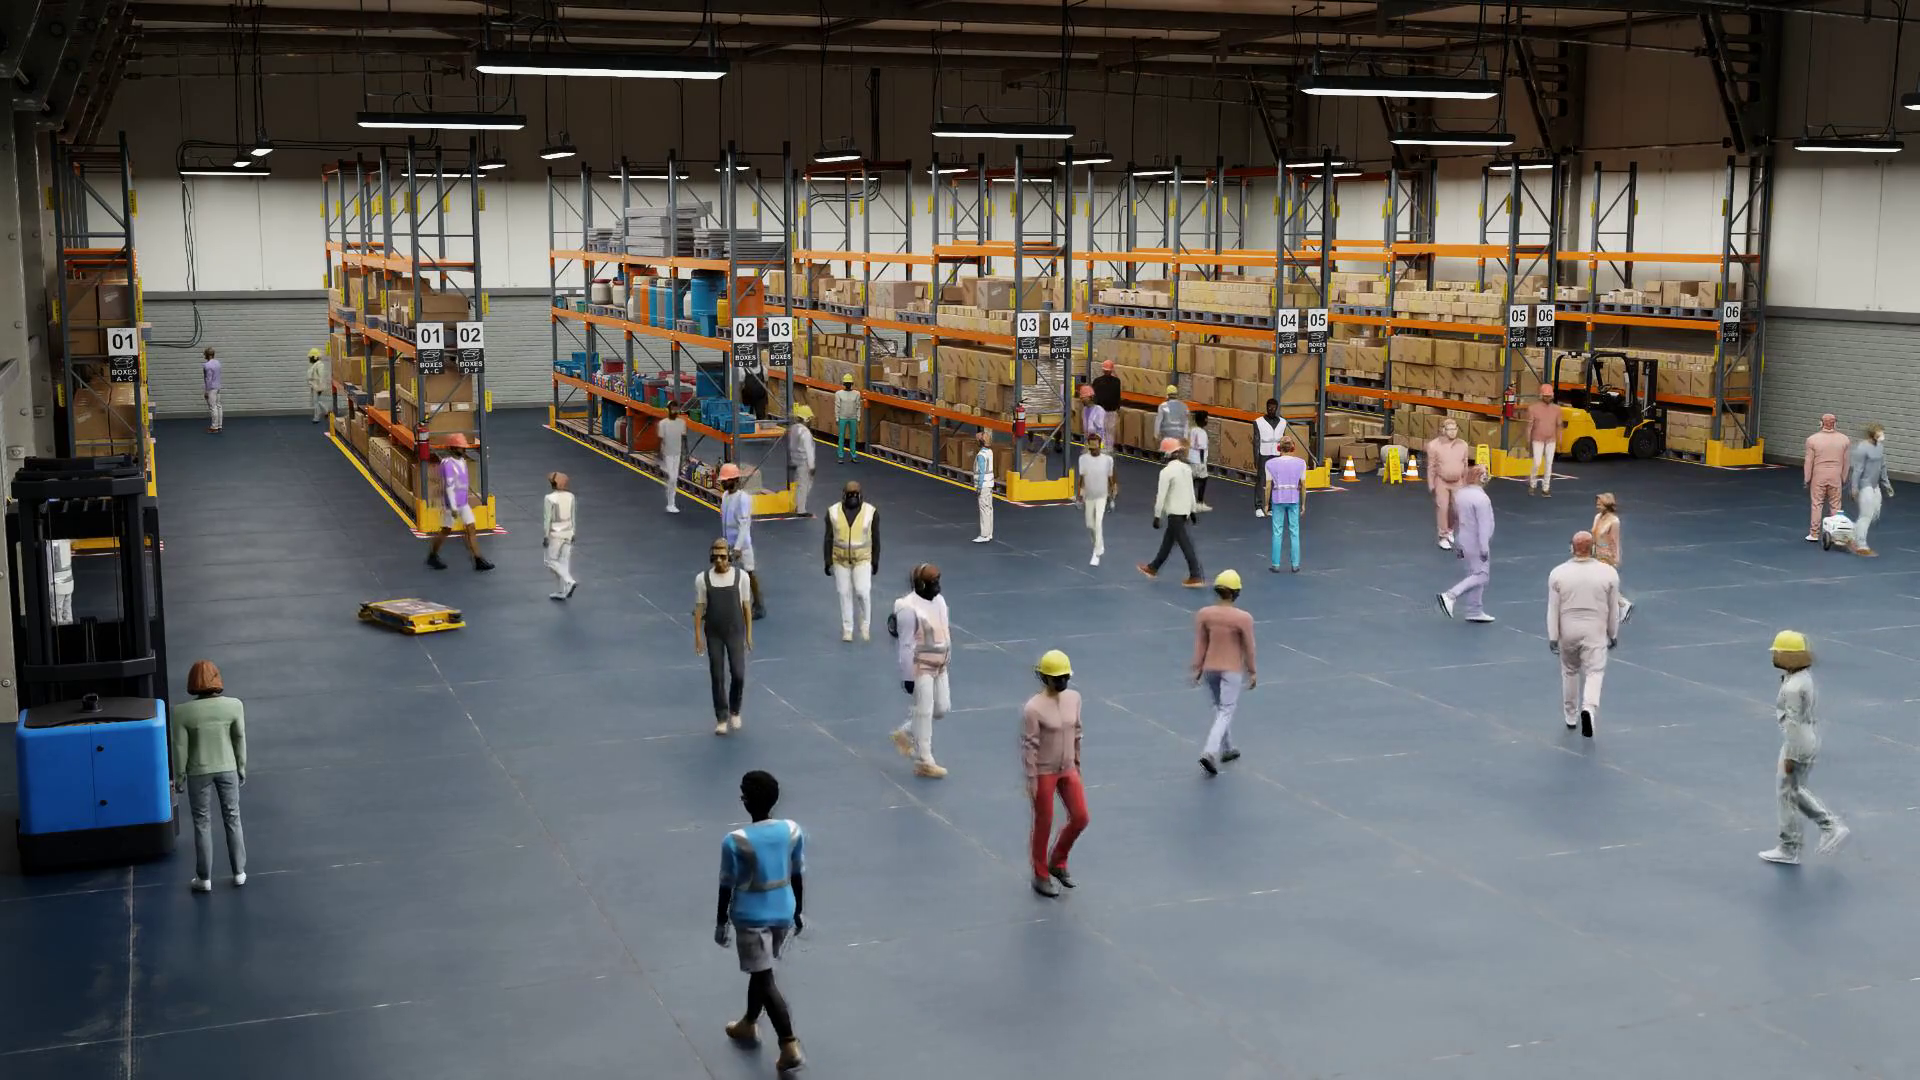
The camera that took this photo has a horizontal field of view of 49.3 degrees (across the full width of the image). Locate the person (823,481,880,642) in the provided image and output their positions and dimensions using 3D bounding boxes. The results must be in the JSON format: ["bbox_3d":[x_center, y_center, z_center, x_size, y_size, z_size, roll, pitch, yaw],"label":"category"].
[{"bbox_3d":[-1.227,0.253,23.567,0.629,1.827,0.562,1,9,4],"label":"person"}]

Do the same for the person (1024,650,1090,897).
[{"bbox_3d":[0.667,1.625,14.636,0.543,1.750,0.397,-6,11,-37],"label":"person"}]

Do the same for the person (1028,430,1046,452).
[{"bbox_3d":[1.587,-2.809,43.332,0.627,2.021,0.822,-1,9,-8],"label":"person"}]

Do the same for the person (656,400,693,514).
[{"bbox_3d":[-4.645,-1.355,34.205,0.525,1.841,0.657,-8,12,-43],"label":"person"}]

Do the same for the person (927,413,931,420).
[{"bbox_3d":[-0.712,-3.749,50.941,0.523,1.592,0.801,0,9,-1],"label":"person"}]

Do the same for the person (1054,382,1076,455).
[{"bbox_3d":[2.074,-2.708,43.154,0.581,1.866,1.034,-1,9,-6],"label":"person"}]

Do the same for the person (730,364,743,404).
[{"bbox_3d":[-5.065,-3.537,48.619,0.574,1.881,0.358,-4,9,-23],"label":"person"}]

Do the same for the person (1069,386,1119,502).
[{"bbox_3d":[2.310,-1.652,35.767,1.093,1.979,0.622,-8,11,-42],"label":"person"}]

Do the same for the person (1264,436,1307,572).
[{"bbox_3d":[4.409,-0.486,28.391,0.563,1.847,0.390,0,9,1],"label":"person"}]

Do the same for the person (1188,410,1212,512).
[{"bbox_3d":[3.832,-1.302,34.373,0.552,1.676,0.547,-2,9,-13],"label":"person"}]

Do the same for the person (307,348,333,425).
[{"bbox_3d":[-15.144,-3.626,49.411,0.515,1.820,0.611,-5,10,-29],"label":"person"}]

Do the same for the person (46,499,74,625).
[{"bbox_3d":[-9.282,0.509,21.418,0.405,1.945,0.615,0,9,-1],"label":"person"}]

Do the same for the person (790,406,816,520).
[{"bbox_3d":[-2.482,-1.240,33.503,0.458,1.817,0.624,-4,9,-24],"label":"person"}]

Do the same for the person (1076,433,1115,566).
[{"bbox_3d":[1.901,-0.600,29.185,0.561,1.839,0.729,2,9,16],"label":"person"}]

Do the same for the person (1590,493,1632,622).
[{"bbox_3d":[7.537,0.248,24.266,0.558,1.620,0.522,-1,9,-8],"label":"person"}]

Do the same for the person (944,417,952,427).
[{"bbox_3d":[-0.282,-3.590,48.825,0.616,1.923,0.605,-2,9,-15],"label":"person"}]

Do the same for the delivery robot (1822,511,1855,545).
[{"bbox_3d":[12.811,-0.187,30.513,0.477,0.478,0.707,2,9,11],"label":"delivery robot"}]

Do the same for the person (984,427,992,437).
[{"bbox_3d":[0.523,-2.627,43.440,0.524,1.598,0.718,-3,9,-17],"label":"person"}]

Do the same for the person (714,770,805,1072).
[{"bbox_3d":[-1.087,2.109,11.716,0.539,1.660,0.851,-7,11,-41],"label":"person"}]

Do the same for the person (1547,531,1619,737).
[{"bbox_3d":[5.738,0.859,19.318,0.640,1.882,0.831,3,9,21],"label":"person"}]

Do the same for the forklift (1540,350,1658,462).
[{"bbox_3d":[12.897,-2.725,42.309,2.313,2.155,1.214,-3,9,-21],"label":"forklift"}]

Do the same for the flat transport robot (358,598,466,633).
[{"bbox_3d":[-6.468,0.878,24.667,0.652,0.197,1.431,-8,11,-42],"label":"flat transport robot"}]

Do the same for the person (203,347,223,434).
[{"bbox_3d":[-16.959,-3.394,47.478,0.372,1.940,0.631,0,9,3],"label":"person"}]

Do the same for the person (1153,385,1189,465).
[{"bbox_3d":[3.835,-1.937,38.255,0.606,1.778,0.925,-3,9,-20],"label":"person"}]

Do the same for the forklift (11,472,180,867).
[{"bbox_3d":[-6.630,0.886,15.957,1.129,2.768,1.873,-3,9,-21],"label":"forklift"}]

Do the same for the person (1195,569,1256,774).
[{"bbox_3d":[2.263,1.121,18.071,0.537,1.734,0.865,6,10,34],"label":"person"}]

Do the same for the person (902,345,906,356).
[{"bbox_3d":[-1.268,-3.740,50.088,0.575,1.854,0.802,-2,9,-10],"label":"person"}]

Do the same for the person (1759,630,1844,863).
[{"bbox_3d":[6.176,1.522,15.393,0.519,1.723,0.507,5,10,29],"label":"person"}]

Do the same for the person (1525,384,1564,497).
[{"bbox_3d":[10.098,-1.715,36.150,0.631,1.973,0.458,0,9,-2],"label":"person"}]

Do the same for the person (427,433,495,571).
[{"bbox_3d":[-6.871,-0.520,28.507,1.008,1.889,0.564,3,9,17],"label":"person"}]

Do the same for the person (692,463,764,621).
[{"bbox_3d":[-2.711,0.043,24.705,0.978,1.882,0.565,-8,12,-42],"label":"person"}]

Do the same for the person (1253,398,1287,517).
[{"bbox_3d":[4.999,-1.338,33.847,0.590,1.916,0.399,-3,9,-20],"label":"person"}]

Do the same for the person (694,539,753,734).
[{"bbox_3d":[-2.179,0.889,19.278,0.537,1.827,0.425,-1,9,-4],"label":"person"}]

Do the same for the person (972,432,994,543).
[{"bbox_3d":[0.356,-0.785,31.075,0.307,1.640,0.519,2,9,15],"label":"person"}]

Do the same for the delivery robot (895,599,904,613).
[{"bbox_3d":[-0.450,0.816,23.827,0.477,0.478,0.707,-5,10,-29],"label":"delivery robot"}]

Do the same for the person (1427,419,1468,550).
[{"bbox_3d":[7.097,-0.822,30.484,0.649,1.891,0.480,-1,9,-8],"label":"person"}]

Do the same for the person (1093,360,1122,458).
[{"bbox_3d":[2.973,-2.652,42.385,0.632,1.991,0.455,-3,9,-18],"label":"person"}]

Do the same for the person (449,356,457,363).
[{"bbox_3d":[-10.917,-3.024,44.979,0.602,1.950,0.437,-5,10,-30],"label":"person"}]

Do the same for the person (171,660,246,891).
[{"bbox_3d":[-5.300,1.658,14.809,0.500,1.632,0.286,-5,10,-29],"label":"person"}]

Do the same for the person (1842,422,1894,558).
[{"bbox_3d":[12.902,-0.736,29.843,0.641,1.915,0.591,-8,11,-42],"label":"person"}]

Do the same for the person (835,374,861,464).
[{"bbox_3d":[-2.216,-2.403,41.431,0.525,1.772,0.304,-2,9,-15],"label":"person"}]

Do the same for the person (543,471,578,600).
[{"bbox_3d":[-4.978,-0.045,26.159,0.461,1.625,0.533,6,10,33],"label":"person"}]

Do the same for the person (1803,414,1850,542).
[{"bbox_3d":[12.855,-0.923,31.106,0.638,1.911,0.402,1,9,8],"label":"person"}]

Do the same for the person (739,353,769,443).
[{"bbox_3d":[-4.479,-3.122,45.463,0.701,2.000,1.040,-2,9,-12],"label":"person"}]

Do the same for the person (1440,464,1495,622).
[{"bbox_3d":[6.011,0.049,24.699,0.617,1.884,0.653,-1,9,-5],"label":"person"}]

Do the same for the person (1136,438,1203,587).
[{"bbox_3d":[2.764,-0.371,27.337,1.083,1.923,0.634,6,11,37],"label":"person"}]

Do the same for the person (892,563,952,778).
[{"bbox_3d":[-0.336,1.095,17.894,0.534,1.831,0.642,5,10,29],"label":"person"}]
